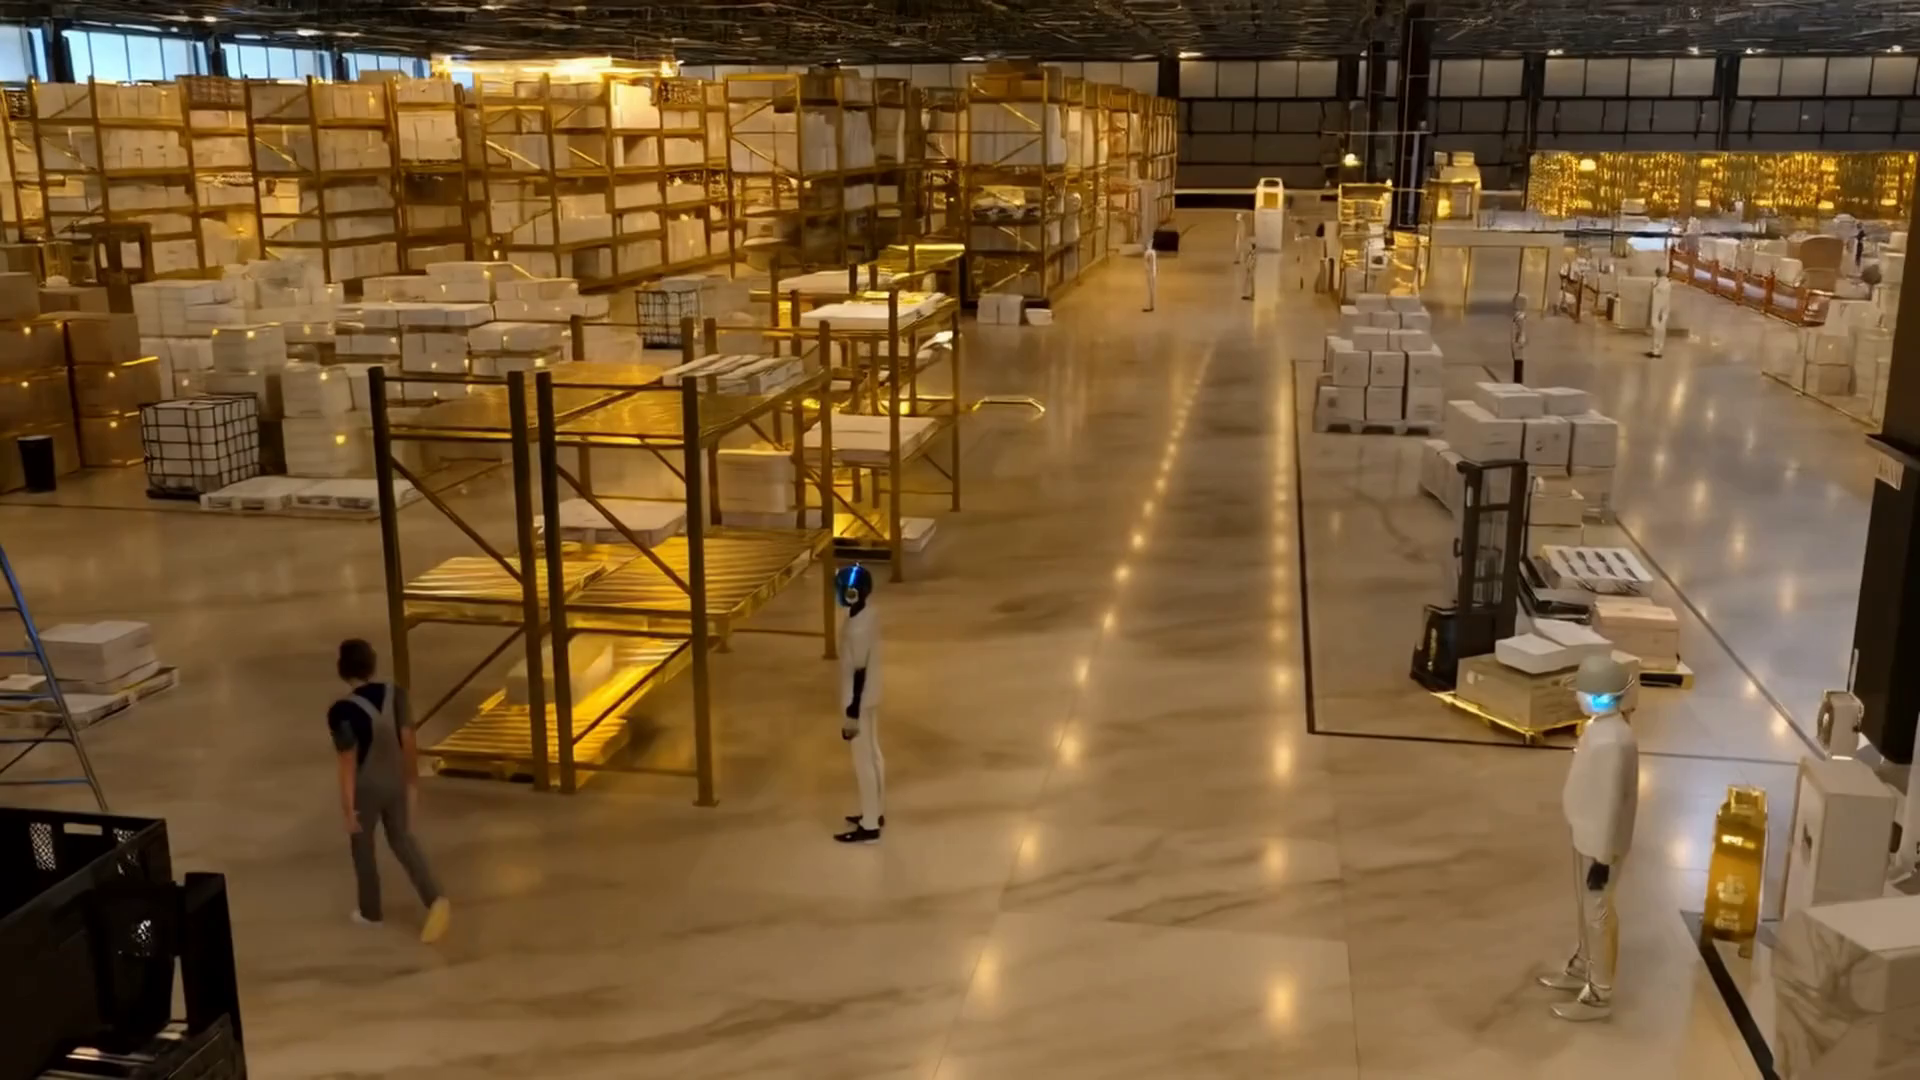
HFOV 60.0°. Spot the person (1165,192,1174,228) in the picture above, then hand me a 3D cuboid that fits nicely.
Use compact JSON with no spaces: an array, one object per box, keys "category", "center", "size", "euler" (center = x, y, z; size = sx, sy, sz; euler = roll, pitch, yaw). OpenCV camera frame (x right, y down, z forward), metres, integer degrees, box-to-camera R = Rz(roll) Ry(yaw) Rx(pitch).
[{"category":"person","center":[9.646,-15.057,76.506],"size":[0.404,1.827,0.589],"euler":[3,14,12]}]

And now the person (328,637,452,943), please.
[{"category":"person","center":[-3.276,1.449,9.513],"size":[0.781,1.821,0.520],"euler":[10,17,36]}]

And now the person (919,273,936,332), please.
[{"category":"person","center":[-0.689,-4.952,35.199],"size":[0.373,1.962,0.605],"euler":[3,14,12]}]

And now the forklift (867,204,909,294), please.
[{"category":"forklift","center":[-1.812,-7.003,41.634],"size":[1.129,2.768,1.873],"euler":[3,14,10]}]

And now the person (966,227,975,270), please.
[{"category":"person","center":[0.352,-9.918,55.905],"size":[0.322,1.698,0.533],"euler":[3,14,12]}]

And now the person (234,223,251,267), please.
[{"category":"person","center":[-21.424,-8.488,49.668],"size":[0.401,1.910,0.640],"euler":[3,14,12]}]

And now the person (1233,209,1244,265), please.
[{"category":"person","center":[9.751,-10.610,58.213],"size":[0.402,1.942,0.604],"euler":[3,14,12]}]

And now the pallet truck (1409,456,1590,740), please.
[{"category":"pallet truck","center":[4.504,0.400,13.395],"size":[0.823,1.965,1.885],"euler":[-6,15,-23]}]

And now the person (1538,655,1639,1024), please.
[{"category":"person","center":[3.314,1.559,8.708],"size":[0.392,1.990,0.611],"euler":[3,14,12]}]

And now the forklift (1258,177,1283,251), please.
[{"category":"forklift","center":[12.083,-12.747,64.956],"size":[1.129,2.768,1.873],"euler":[3,14,10]}]

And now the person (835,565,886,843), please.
[{"category":"person","center":[-0.664,1.077,10.908],"size":[0.334,1.873,0.521],"euler":[3,14,12]}]

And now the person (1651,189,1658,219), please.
[{"category":"person","center":[33.684,-16.099,80.710],"size":[0.395,1.839,0.564],"euler":[3,14,12]}]

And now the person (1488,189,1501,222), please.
[{"category":"person","center":[27.258,-17.027,84.717],"size":[0.748,1.726,0.573],"euler":[-6,15,-24]}]

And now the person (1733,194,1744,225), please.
[{"category":"person","center":[33.952,-14.138,72.621],"size":[0.401,1.904,0.640],"euler":[3,14,12]}]

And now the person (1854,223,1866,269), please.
[{"category":"person","center":[27.463,-8.750,50.825],"size":[0.334,1.864,0.521],"euler":[3,14,12]}]

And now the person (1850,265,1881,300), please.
[{"category":"person","center":[18.067,-4.584,33.542],"size":[0.929,2.000,0.713],"euler":[10,17,34]}]

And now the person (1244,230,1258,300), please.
[{"category":"person","center":[8.059,-7.606,46.036],"size":[0.376,1.933,0.544],"euler":[3,14,12]}]

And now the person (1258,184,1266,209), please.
[{"category":"person","center":[15.640,-17.479,86.185],"size":[0.401,1.904,0.640],"euler":[3,14,12]}]

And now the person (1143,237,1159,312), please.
[{"category":"person","center":[4.945,-6.872,43.094],"size":[0.398,1.915,0.588],"euler":[3,14,12]}]

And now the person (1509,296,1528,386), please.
[{"category":"person","center":[10.093,-3.557,30.078],"size":[0.322,1.697,0.533],"euler":[3,14,12]}]

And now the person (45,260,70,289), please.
[{"category":"person","center":[-18.655,-4.786,34.454],"size":[0.387,1.996,0.611],"euler":[3,14,12]}]

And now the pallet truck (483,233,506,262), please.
[{"category":"pallet truck","center":[-11.832,-7.026,43.548],"size":[1.885,1.965,0.823],"euler":[8,16,28]}]

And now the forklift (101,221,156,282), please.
[{"category":"forklift","center":[-16.772,-5.071,33.793],"size":[1.129,2.768,1.873],"euler":[3,14,10]}]

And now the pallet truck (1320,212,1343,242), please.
[{"category":"pallet truck","center":[15.874,-13.227,70.310],"size":[0.680,1.201,1.601],"euler":[10,17,35]}]

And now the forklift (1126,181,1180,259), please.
[{"category":"forklift","center":[7.065,-11.678,60.617],"size":[1.873,2.768,1.129],"euler":[3,14,10]}]

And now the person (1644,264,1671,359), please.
[{"category":"person","center":[14.401,-4.704,34.248],"size":[0.377,1.936,0.628],"euler":[3,14,12]}]
